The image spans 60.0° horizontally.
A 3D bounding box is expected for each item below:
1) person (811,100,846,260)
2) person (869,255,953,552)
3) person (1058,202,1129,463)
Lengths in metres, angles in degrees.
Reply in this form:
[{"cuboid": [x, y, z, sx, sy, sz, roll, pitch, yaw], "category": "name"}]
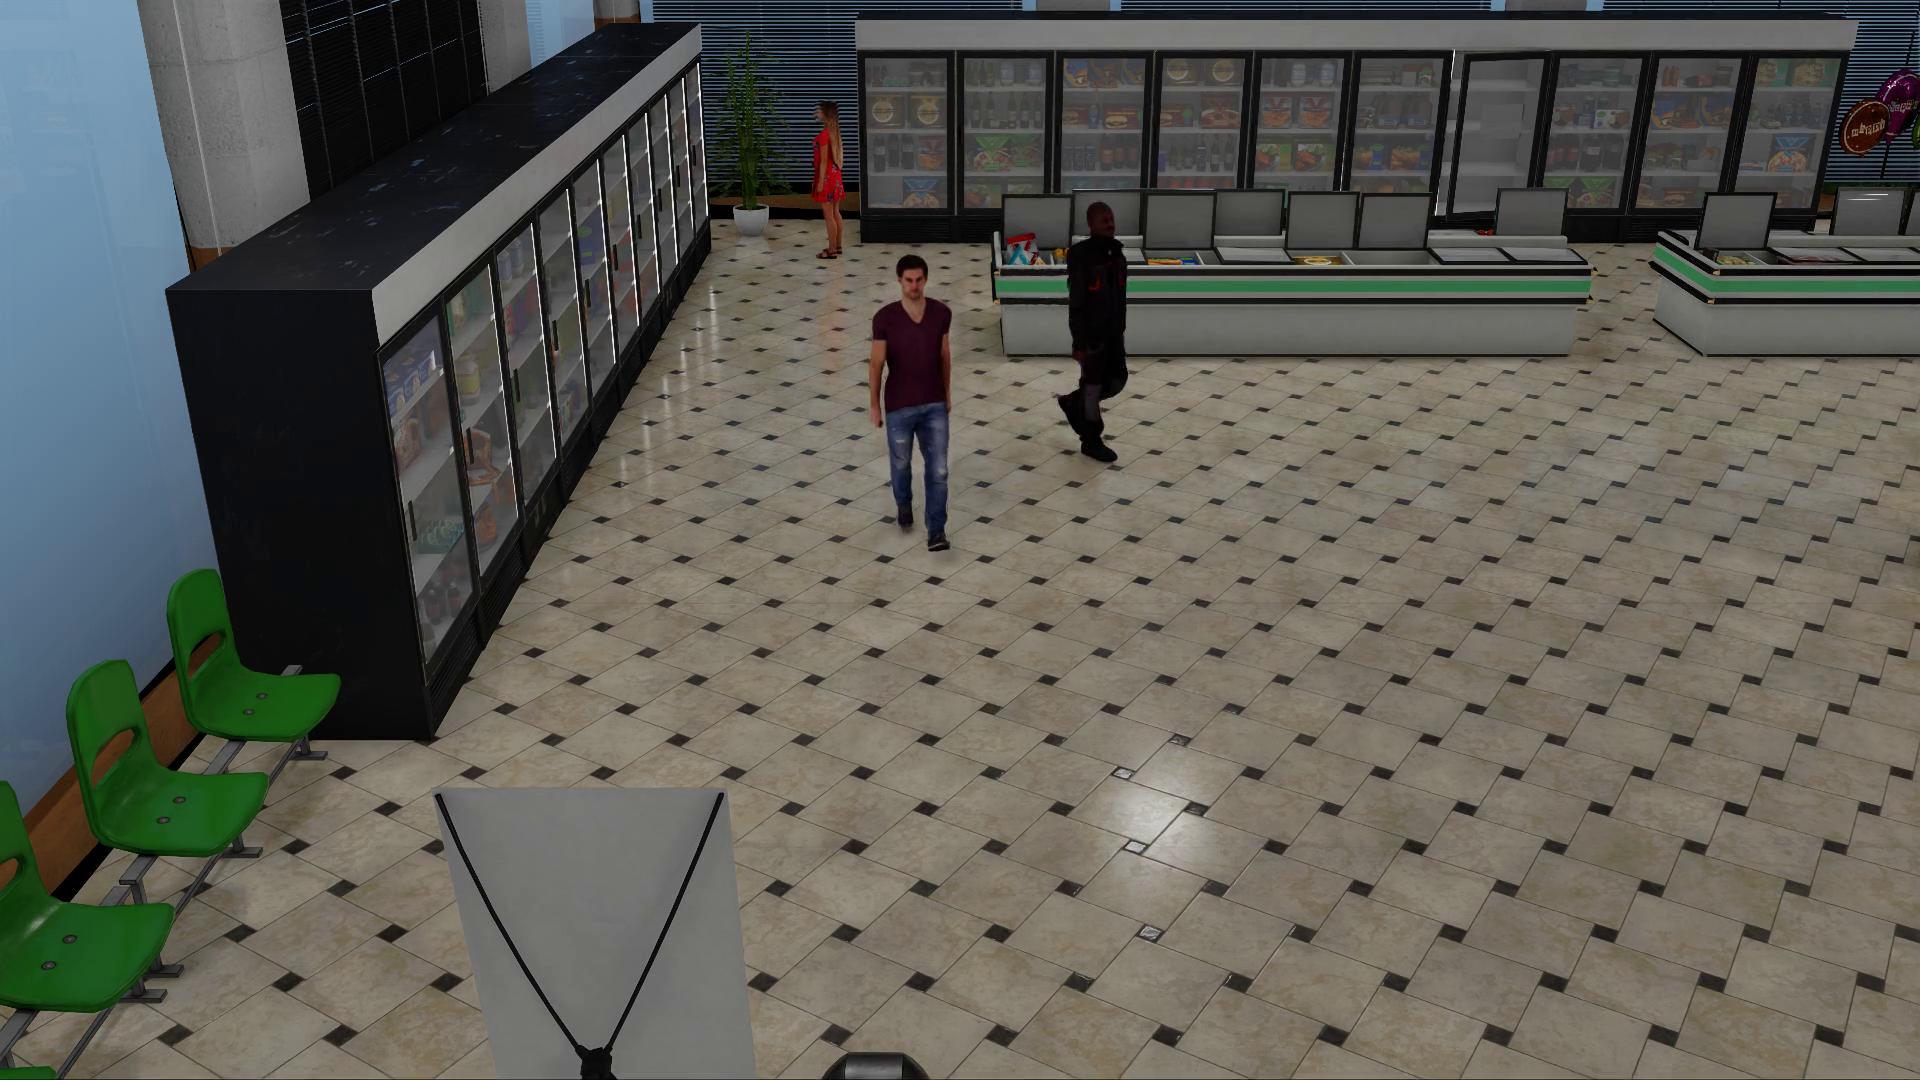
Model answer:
[{"cuboid": [-1.334, -3.688, 17.007, 0.623, 1.592, 0.628, 6, 24, 14], "category": "person"}, {"cuboid": [-0.302, -0.865, 10.297, 1.133, 1.800, 0.894, -4, 24, -10], "category": "person"}, {"cuboid": [0.897, -1.486, 11.704, 1.000, 1.809, 1.045, -19, 30, -36], "category": "person"}]
